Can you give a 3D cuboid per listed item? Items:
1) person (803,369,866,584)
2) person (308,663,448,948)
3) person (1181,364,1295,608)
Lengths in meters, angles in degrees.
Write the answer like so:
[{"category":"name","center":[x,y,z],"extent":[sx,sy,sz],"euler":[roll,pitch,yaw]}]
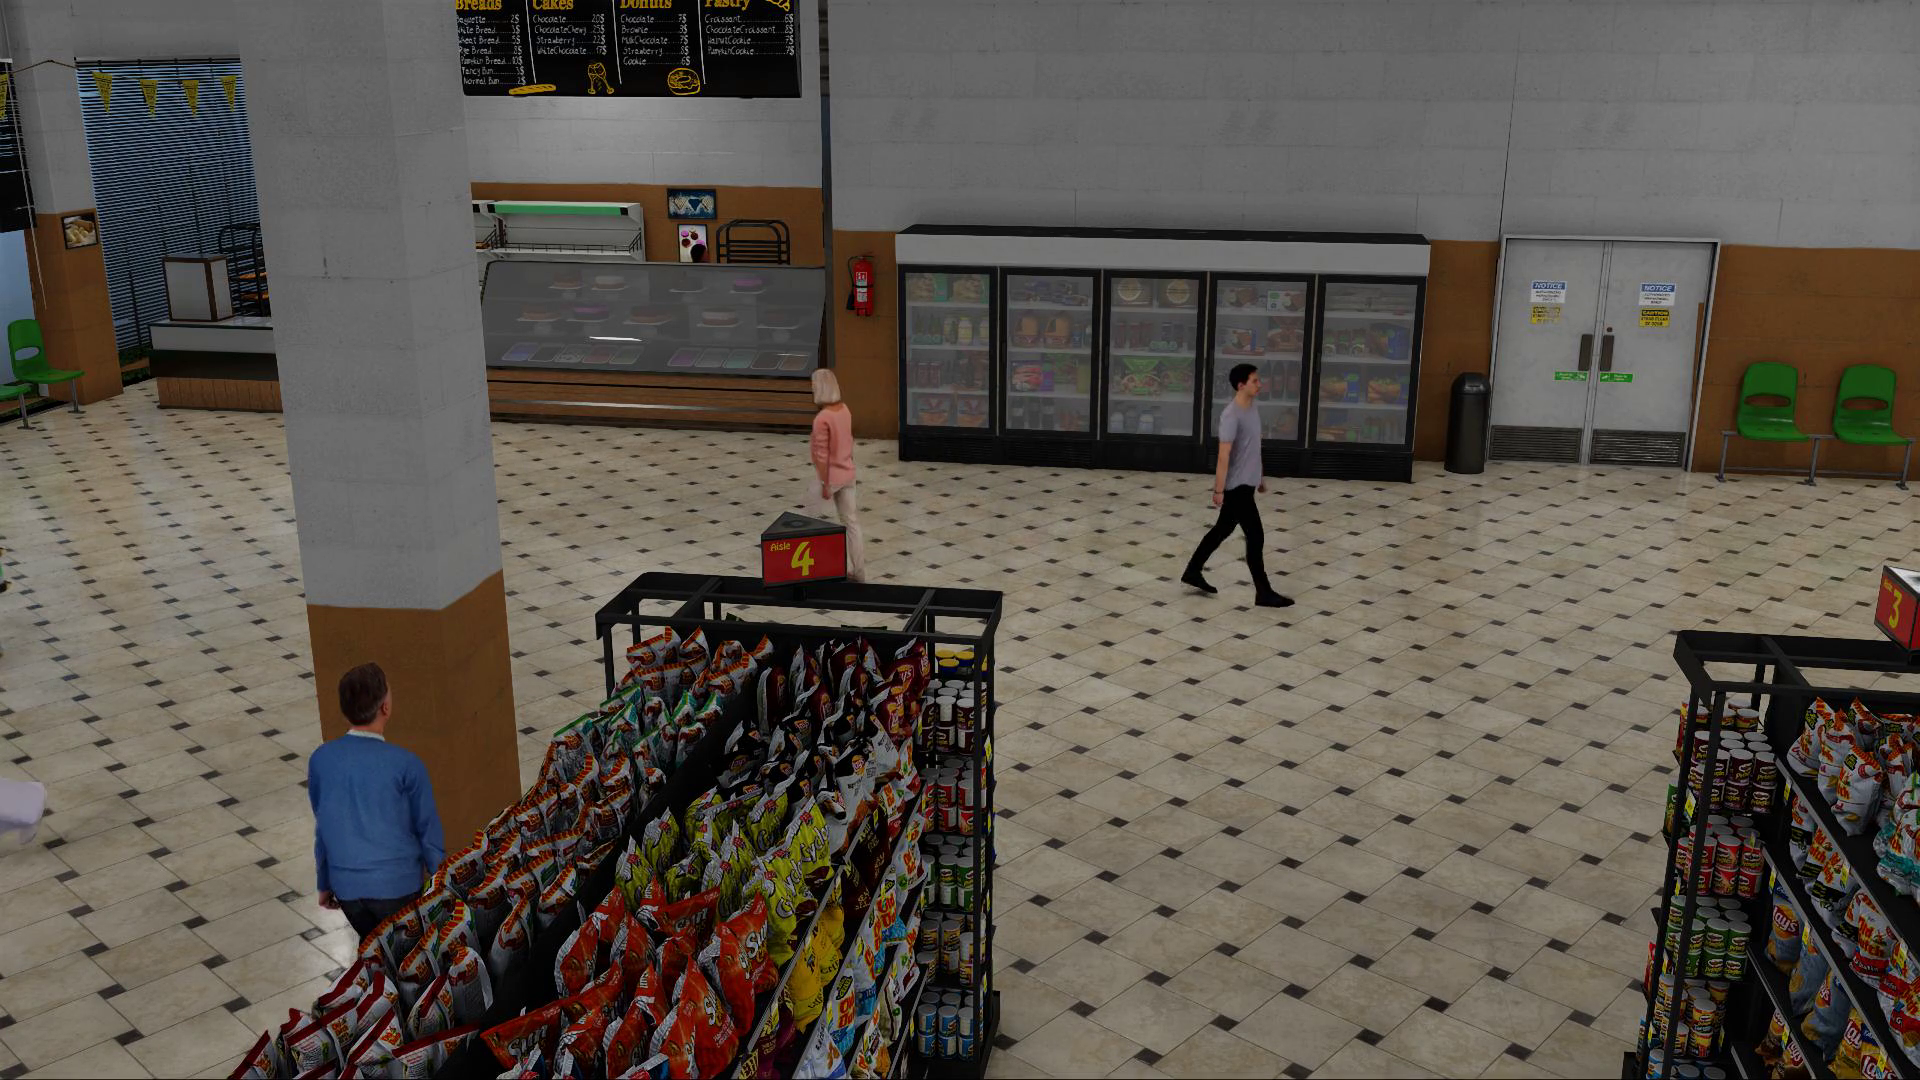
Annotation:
[{"category":"person","center":[-0.910,-0.475,13.000],"extent":[0.889,1.698,0.967],"euler":[11,20,31]},{"category":"person","center":[-2.376,1.393,6.670],"extent":[0.657,1.802,0.589],"euler":[3,17,9]},{"category":"person","center":[2.018,-0.408,12.564],"extent":[0.991,1.824,1.187],"euler":[9,19,28]}]
